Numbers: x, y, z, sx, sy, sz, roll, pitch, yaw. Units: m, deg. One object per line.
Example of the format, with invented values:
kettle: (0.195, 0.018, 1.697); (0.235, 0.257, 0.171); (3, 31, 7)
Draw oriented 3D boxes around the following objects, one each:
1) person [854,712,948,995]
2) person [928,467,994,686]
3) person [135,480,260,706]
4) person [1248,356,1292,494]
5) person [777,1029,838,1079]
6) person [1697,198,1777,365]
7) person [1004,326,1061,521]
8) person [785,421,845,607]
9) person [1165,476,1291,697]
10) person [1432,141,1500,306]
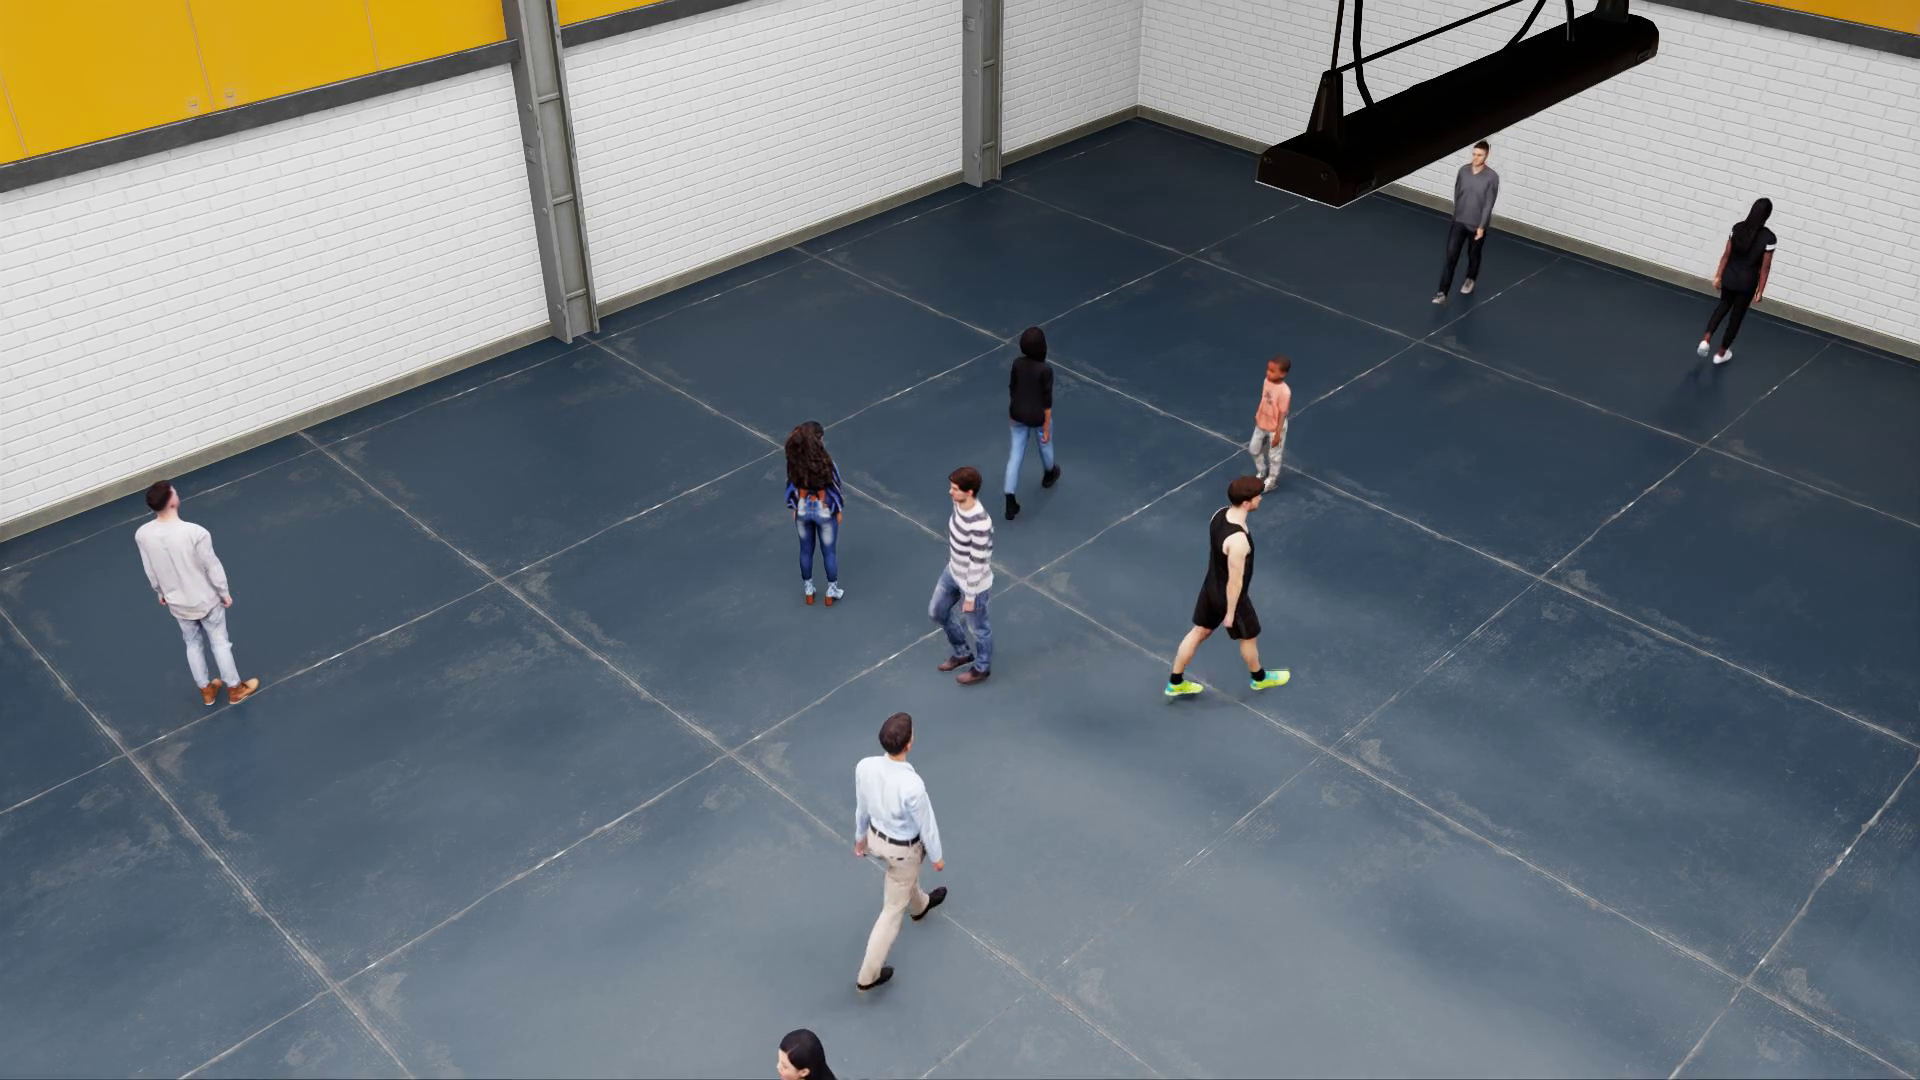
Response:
person: (-0.413, 1.825, 9.586); (0.775, 1.807, 1.255); (22, 40, 30)
person: (0.150, 0.250, 11.928); (0.796, 1.838, 0.784); (-13, 36, -19)
person: (-5.413, 0.380, 11.731); (0.748, 1.839, 0.795); (1, 34, 2)
person: (2.736, -1.008, 14.303); (0.572, 1.302, 0.565); (-16, 37, -23)
person: (-0.602, 2.940, 7.968); (1.168, 1.741, 0.873); (-15, 37, -22)
person: (7.519, -2.477, 16.129); (0.795, 1.729, 0.669); (-24, 40, -31)
person: (0.552, -0.932, 13.880); (0.880, 1.645, 1.216); (13, 36, 18)
person: (-1.112, -0.208, 12.819); (0.691, 1.614, 0.709); (8, 34, 12)
person: (1.799, 0.379, 11.728); (1.282, 1.844, 1.073); (-8, 34, -12)
person: (5.381, -3.319, 17.415); (0.788, 1.708, 1.215); (20, 39, 27)
